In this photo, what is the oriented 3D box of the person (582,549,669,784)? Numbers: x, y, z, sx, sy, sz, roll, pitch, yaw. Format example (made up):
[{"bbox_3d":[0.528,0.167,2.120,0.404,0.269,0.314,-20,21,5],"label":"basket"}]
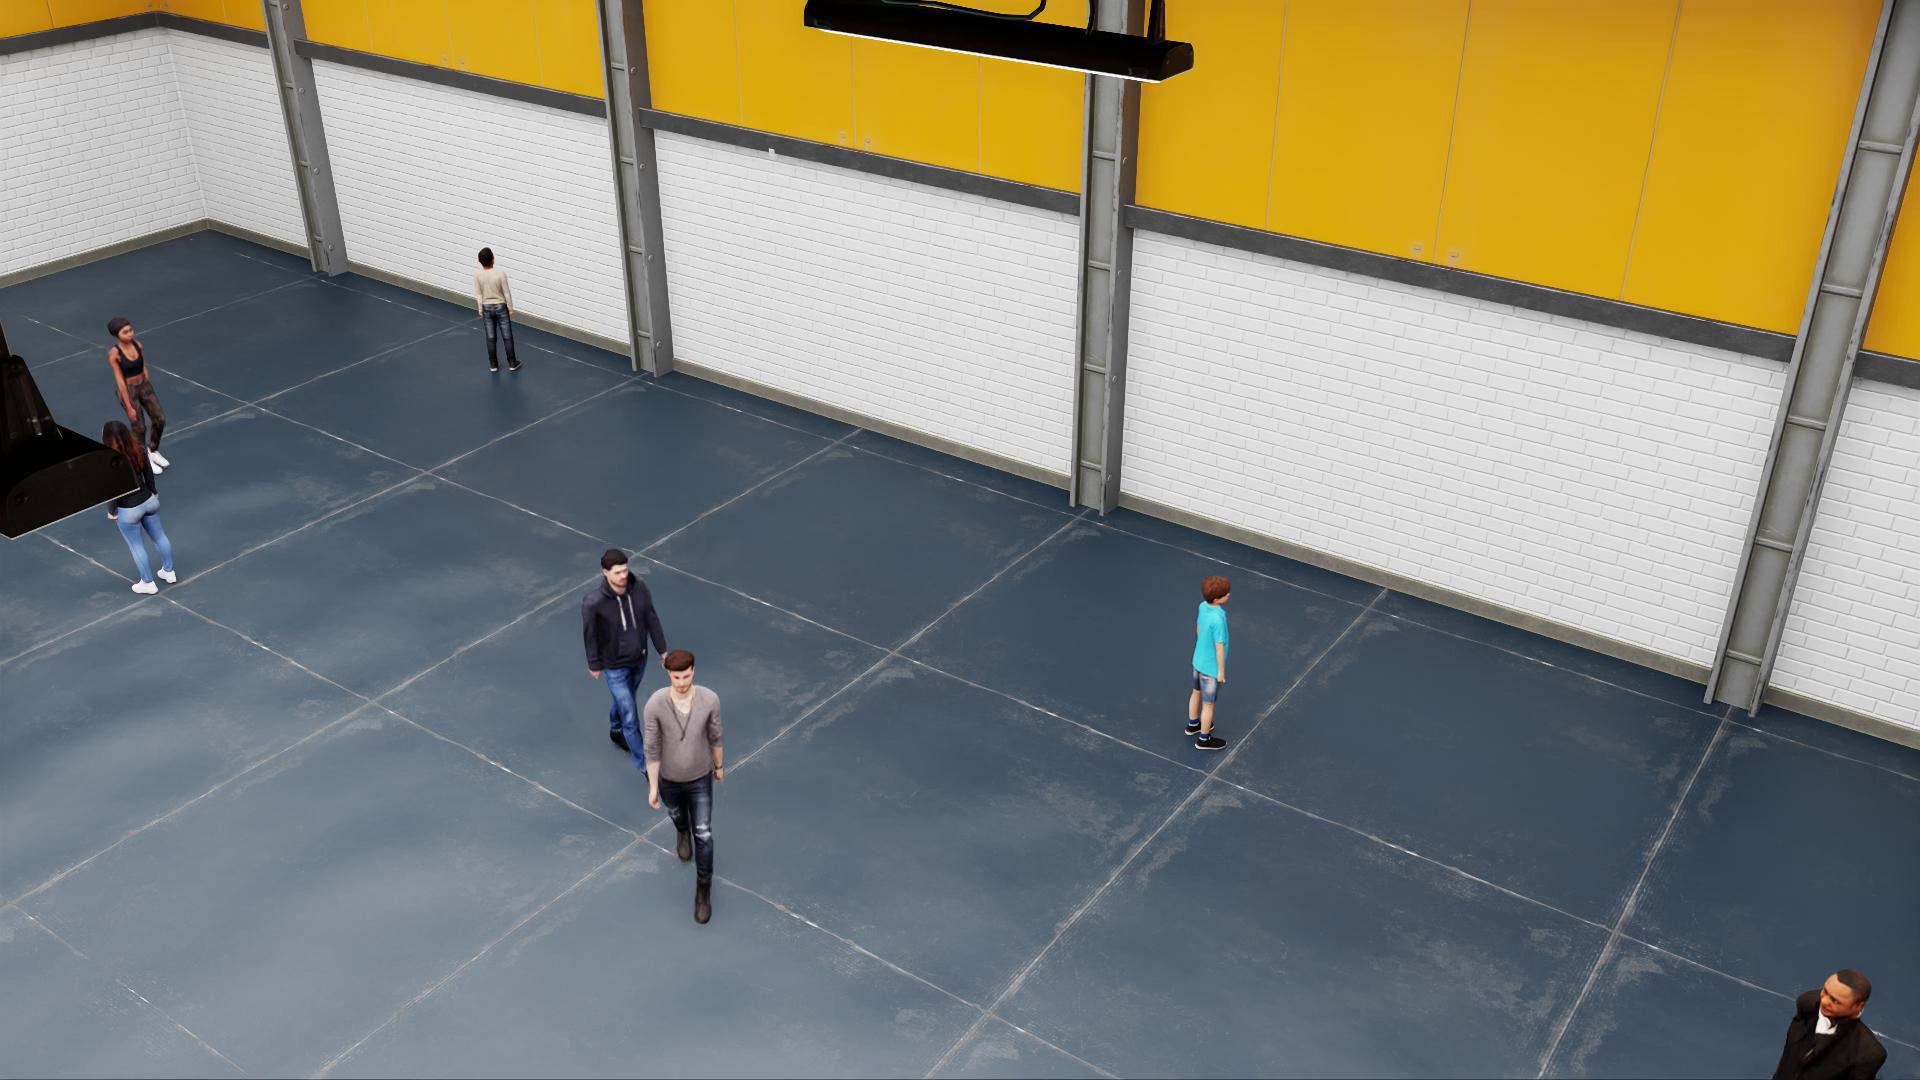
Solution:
[{"bbox_3d":[-2.530,0.855,12.313,0.852,1.835,1.218,-24,37,-37],"label":"person"}]

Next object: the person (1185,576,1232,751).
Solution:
[{"bbox_3d":[1.888,0.905,12.625,0.652,1.449,0.577,-7,29,-13],"label":"person"}]

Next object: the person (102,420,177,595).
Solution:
[{"bbox_3d":[-7.262,-0.306,14.650,0.595,1.635,0.660,14,32,24],"label":"person"}]

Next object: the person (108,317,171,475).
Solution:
[{"bbox_3d":[-8.343,-1.450,16.698,0.623,1.684,0.611,14,32,24],"label":"person"}]

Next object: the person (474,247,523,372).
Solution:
[{"bbox_3d":[-5.349,-2.652,19.129,0.620,1.466,0.697,-2,29,-4],"label":"person"}]

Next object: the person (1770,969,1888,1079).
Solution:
[{"bbox_3d":[4.407,2.904,8.491,0.907,1.898,0.823,-8,30,-14],"label":"person"}]

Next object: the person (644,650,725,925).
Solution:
[{"bbox_3d":[-1.849,1.511,11.079,1.212,1.865,1.255,-4,29,-8],"label":"person"}]
